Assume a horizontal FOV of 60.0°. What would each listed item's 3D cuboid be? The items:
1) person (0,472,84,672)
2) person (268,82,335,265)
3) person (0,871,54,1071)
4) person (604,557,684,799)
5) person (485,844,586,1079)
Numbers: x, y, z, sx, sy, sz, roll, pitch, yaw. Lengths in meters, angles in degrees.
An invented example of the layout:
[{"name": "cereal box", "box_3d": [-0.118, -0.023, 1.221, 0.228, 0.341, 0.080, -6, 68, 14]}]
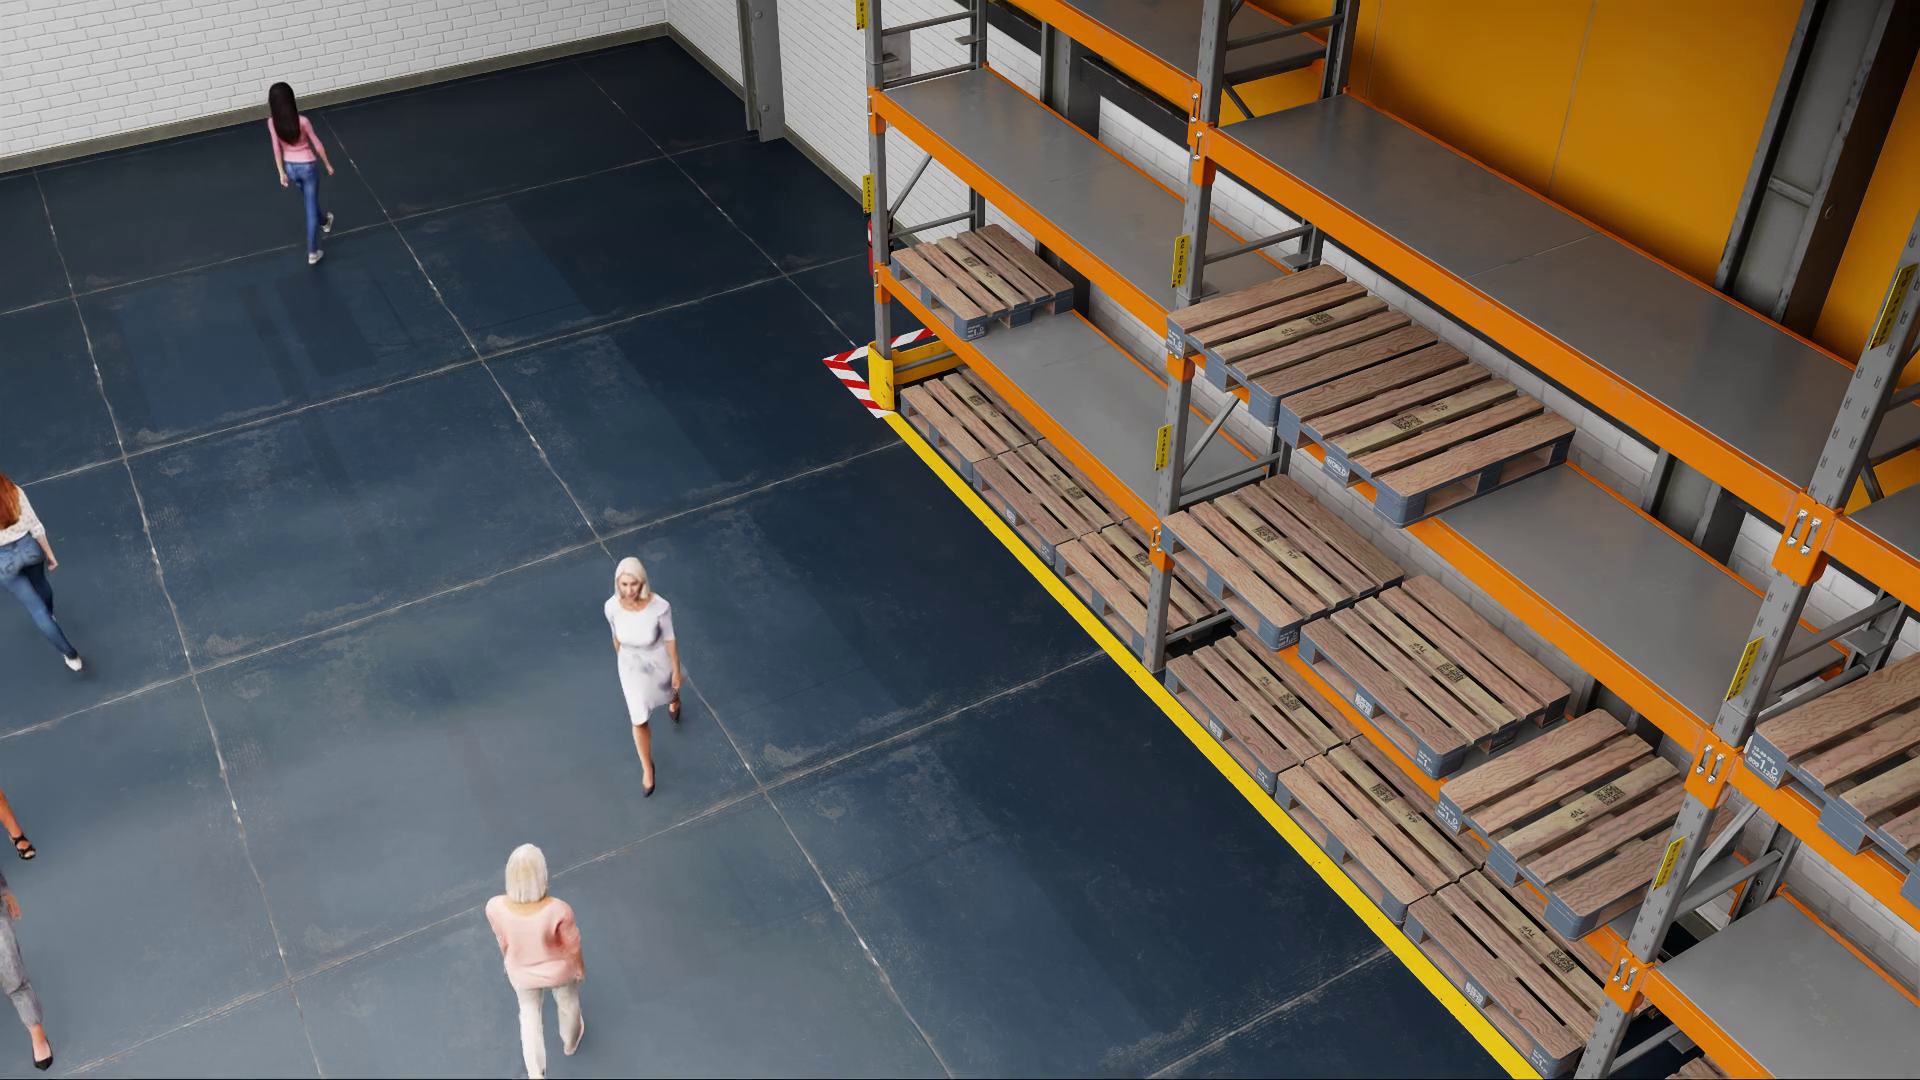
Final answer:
[{"name": "person", "box_3d": [-6.344, 0.183, 11.254, 1.208, 1.680, 0.832, 32, 48, 33]}, {"name": "person", "box_3d": [-6.269, -3.453, 15.784, 0.958, 1.709, 1.127, 3, 39, 4]}, {"name": "person", "box_3d": [-5.308, 2.060, 8.960, 0.628, 1.609, 1.115, -22, 44, -26]}, {"name": "person", "box_3d": [-1.964, 0.744, 10.520, 0.919, 1.720, 1.147, -1, 39, -2]}, {"name": "person", "box_3d": [-2.189, 2.257, 8.630, 0.835, 1.714, 0.976, -1, 39, -1]}]
